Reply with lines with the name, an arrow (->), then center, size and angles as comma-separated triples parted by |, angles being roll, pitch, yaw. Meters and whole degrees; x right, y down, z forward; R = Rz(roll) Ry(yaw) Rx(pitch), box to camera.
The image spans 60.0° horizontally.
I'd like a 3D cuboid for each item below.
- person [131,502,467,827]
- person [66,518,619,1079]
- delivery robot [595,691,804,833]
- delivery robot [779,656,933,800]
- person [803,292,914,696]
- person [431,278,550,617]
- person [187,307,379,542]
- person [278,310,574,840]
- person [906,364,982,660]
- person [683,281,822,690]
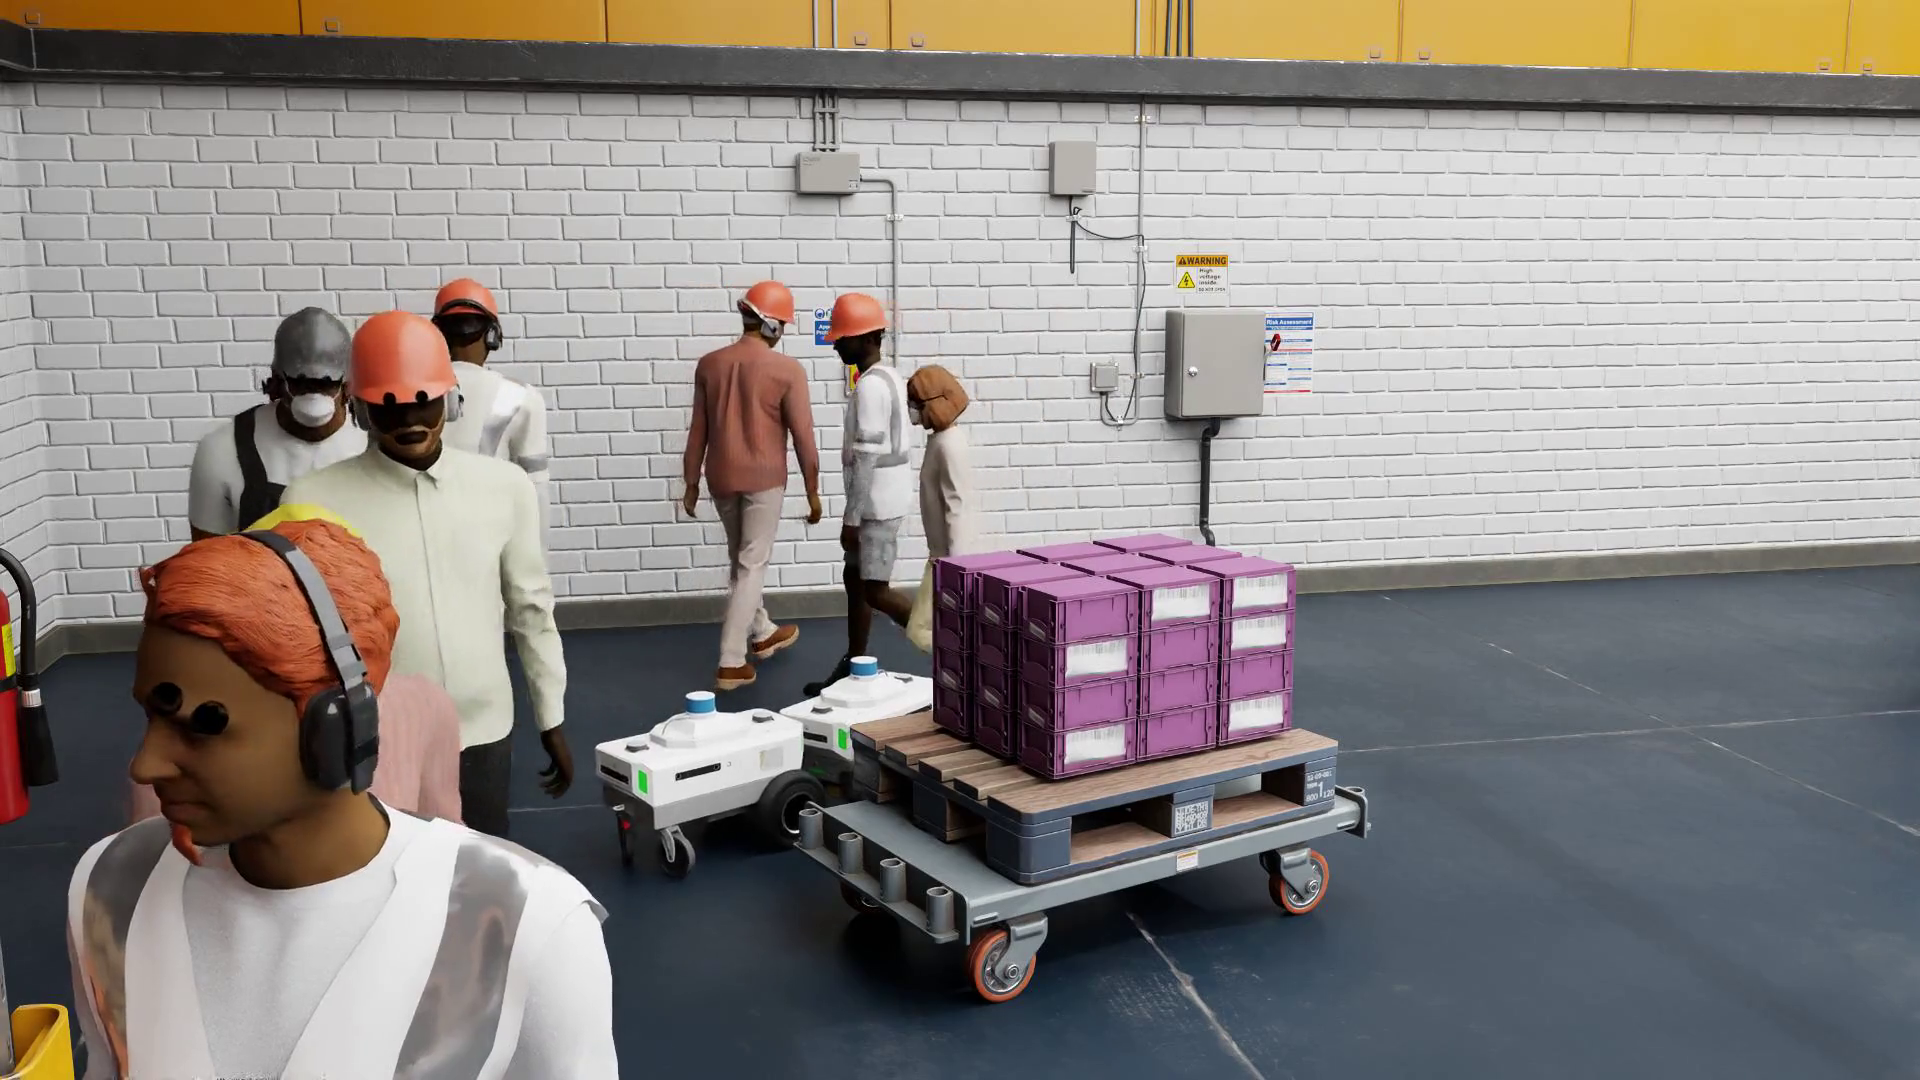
person -> -1.047, 0.782, 2.710 | 0.527, 1.741, 0.565 | 9, 14, 41
person -> -0.603, 0.905, 1.653 | 0.581, 1.882, 0.339 | 2, 10, 13
delivery robot -> -0.902, 0.773, 5.805 | 0.707, 0.478, 0.477 | -9, 13, -41
delivery robot -> -0.361, 0.684, 6.300 | 0.477, 0.478, 0.707 | 7, 12, 33
person -> -0.318, -0.169, 7.570 | 0.775, 1.912, 0.554 | 0, 10, 1
person -> -1.823, 0.035, 6.192 | 0.630, 1.977, 0.943 | 1, 10, 4
person -> -2.028, 0.177, 5.248 | 0.701, 2.000, 1.127 | -4, 11, -19
person -> -1.247, 0.449, 3.928 | 0.621, 1.973, 0.444 | -8, 13, -38
person -> -0.059, 0.076, 6.944 | 0.371, 1.618, 0.534 | 0, 10, -1
person -> -1.003, -0.285, 8.114 | 0.704, 1.927, 0.933 | 5, 11, 24
